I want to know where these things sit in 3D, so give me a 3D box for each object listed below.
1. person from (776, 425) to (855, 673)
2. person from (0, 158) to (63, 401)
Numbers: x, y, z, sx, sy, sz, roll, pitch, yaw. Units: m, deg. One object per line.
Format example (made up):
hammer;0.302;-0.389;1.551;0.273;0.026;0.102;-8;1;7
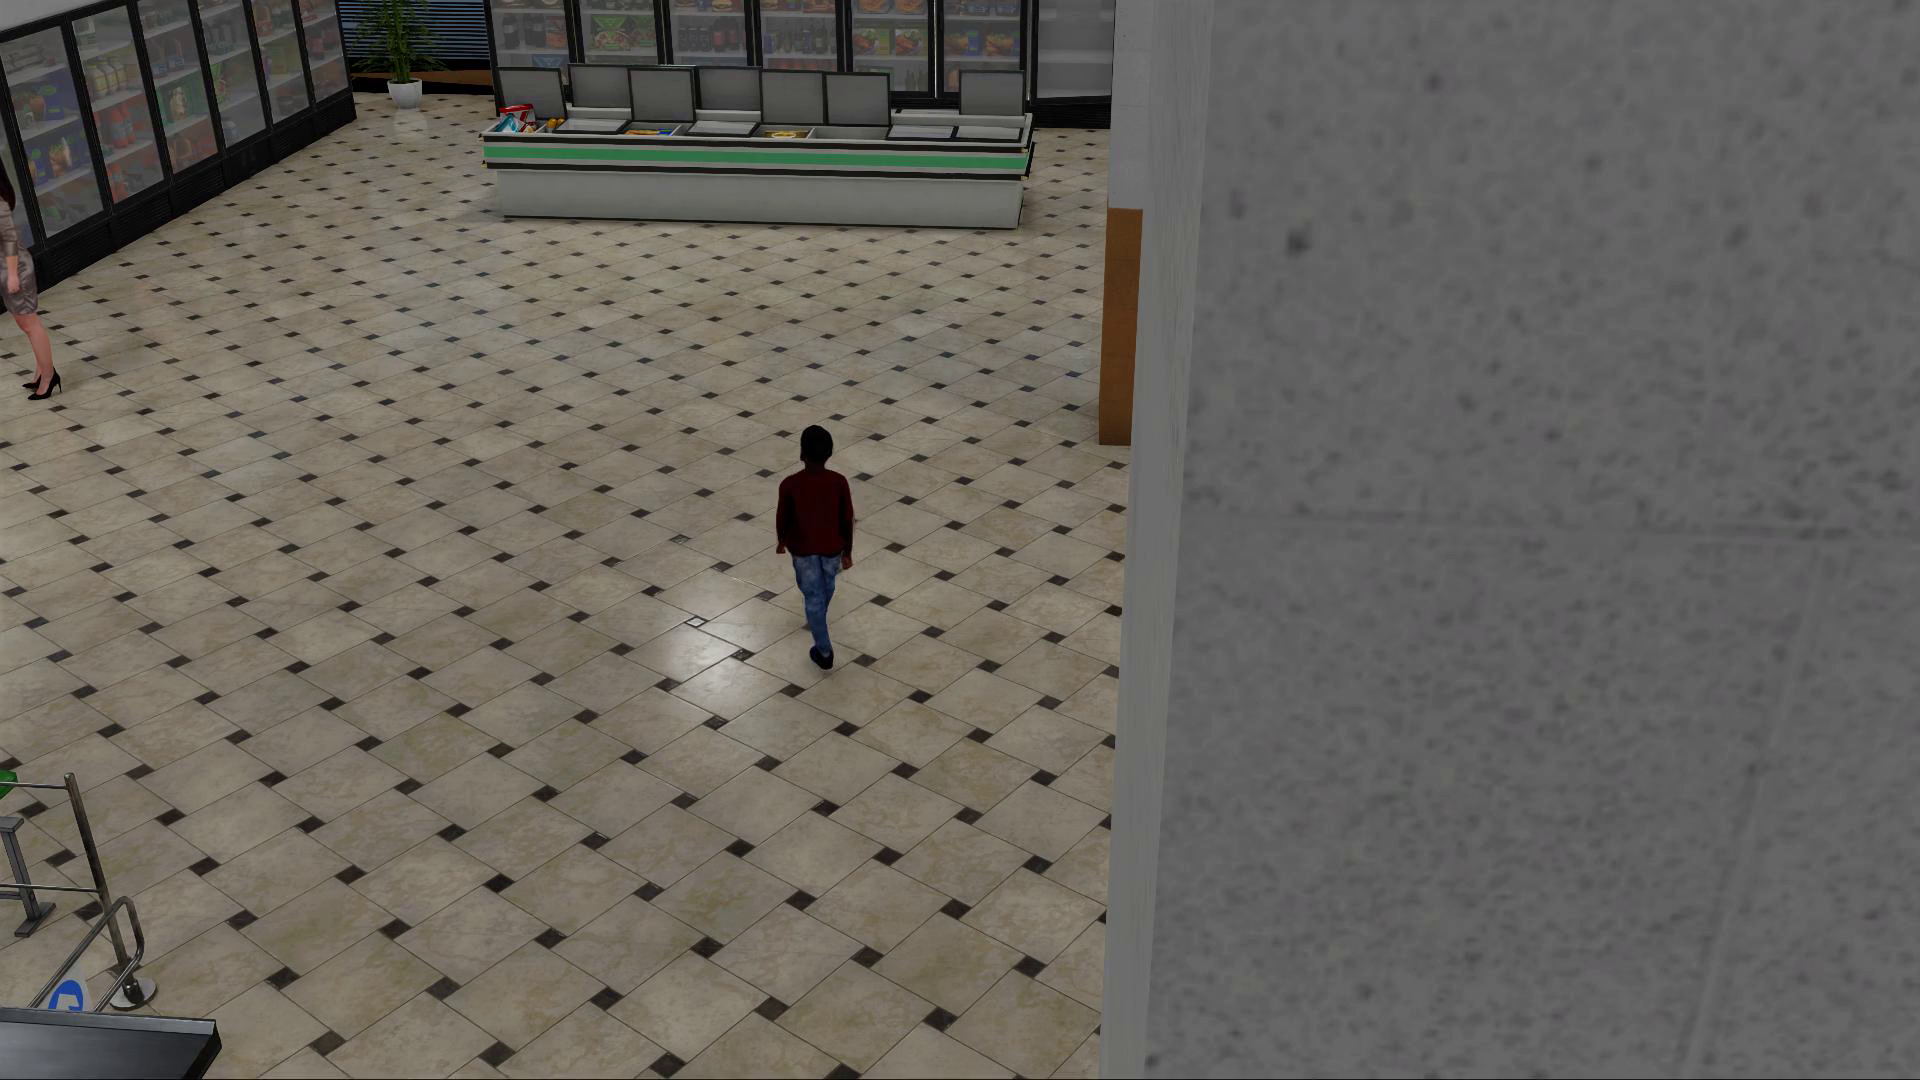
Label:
person;-0.683;0.065;8.080;0.855;1.223;0.798;-10;29;-19
person;-6.377;-1.812;11.202;0.694;1.746;0.671;-15;31;-27
